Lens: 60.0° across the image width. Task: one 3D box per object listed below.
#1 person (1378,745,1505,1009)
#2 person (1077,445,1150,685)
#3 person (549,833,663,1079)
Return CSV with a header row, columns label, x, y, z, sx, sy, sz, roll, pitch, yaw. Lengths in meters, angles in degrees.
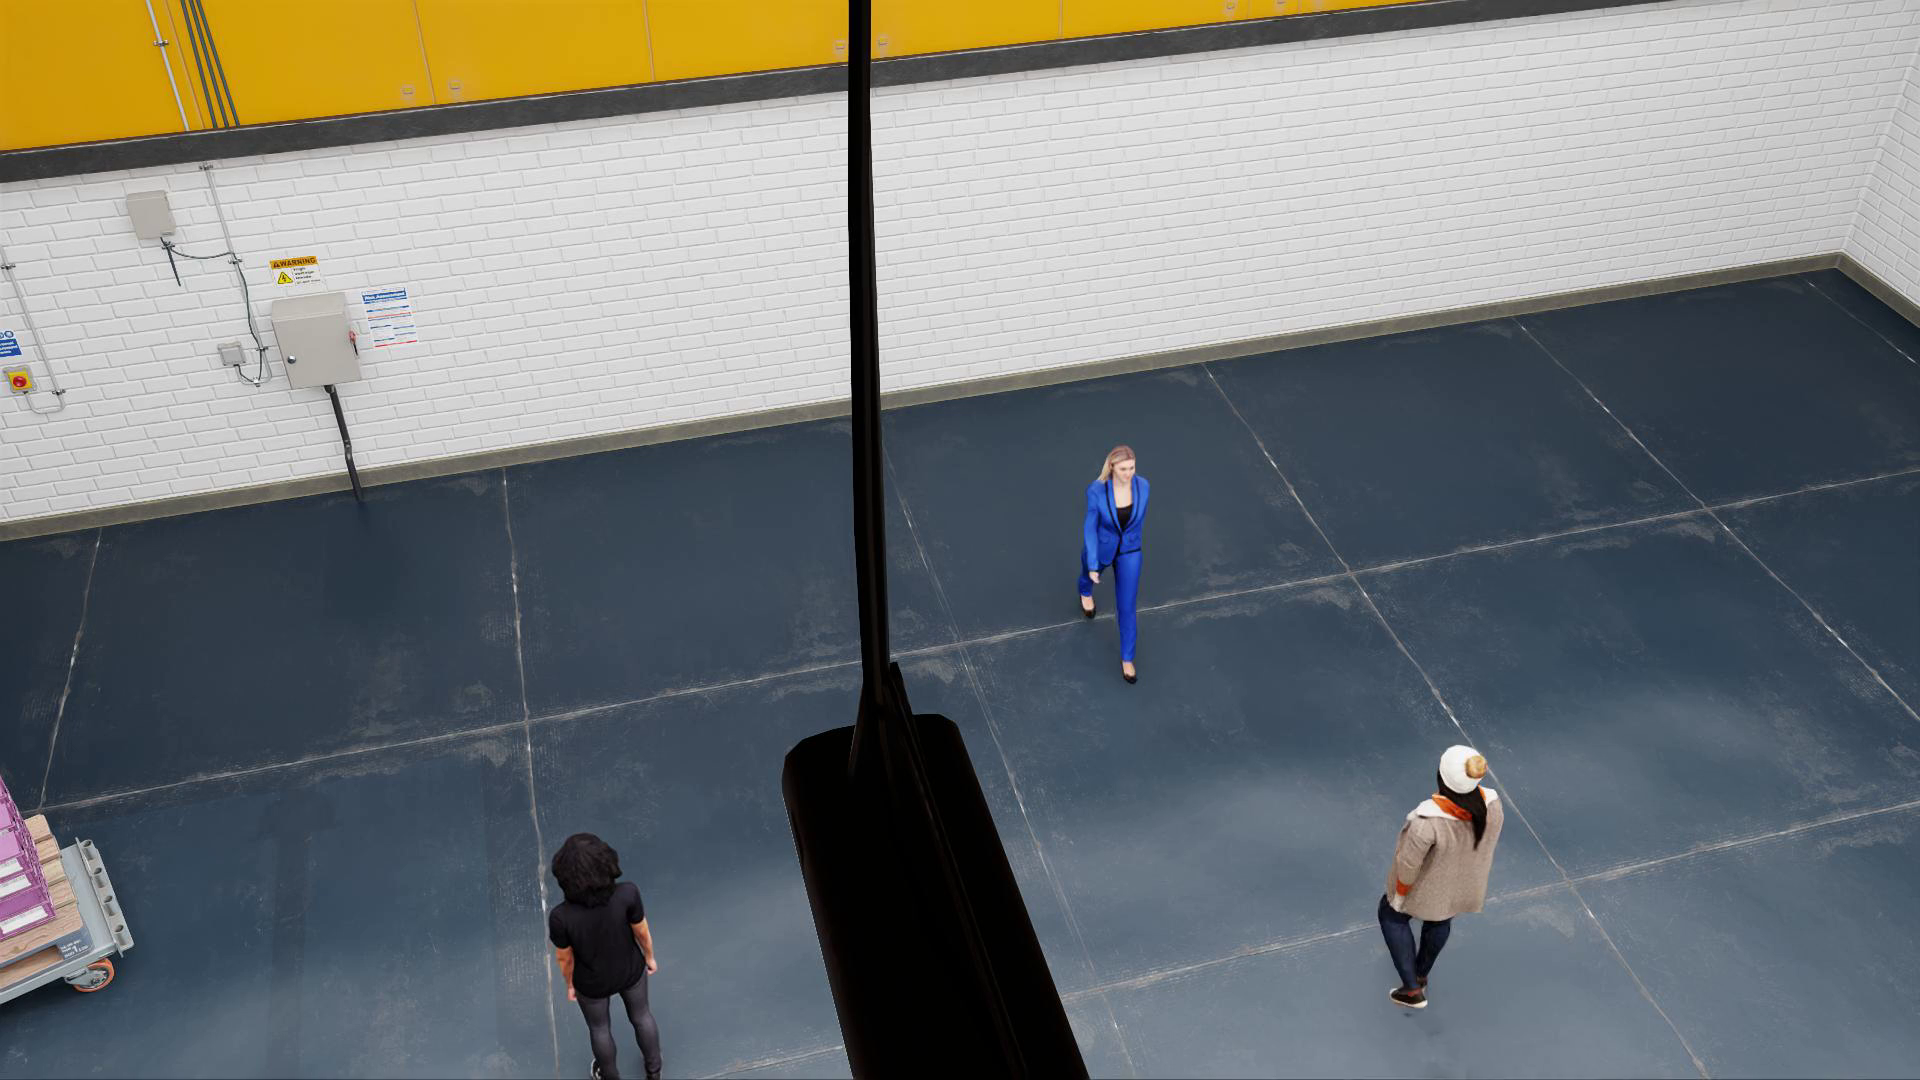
label,x,y,z,sx,sy,sz,roll,pitch,yaw
person,2.558,1.819,8.755,0.675,1.879,0.749,-10,40,-12
person,0.977,0.035,11.169,0.692,1.653,1.204,-7,39,-8
person,-1.773,2.161,8.366,0.663,1.829,0.570,-16,41,-19
